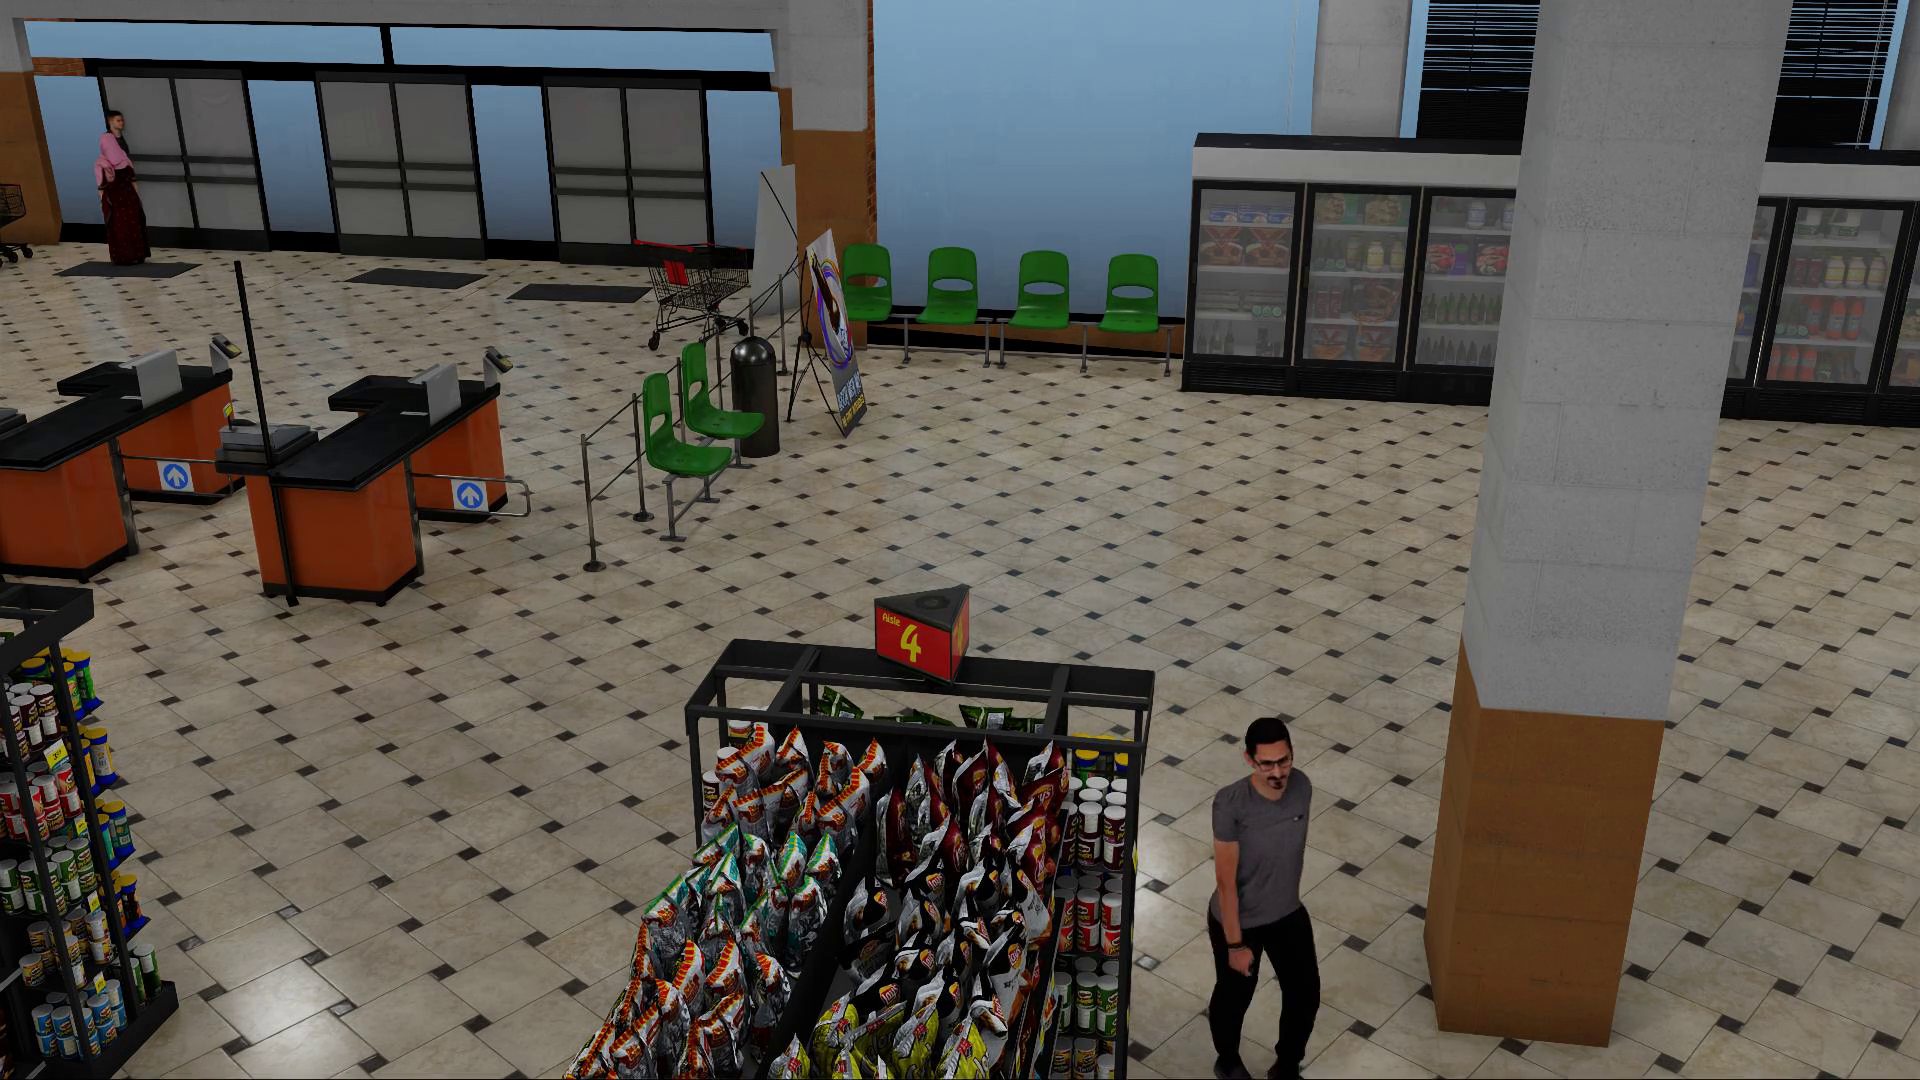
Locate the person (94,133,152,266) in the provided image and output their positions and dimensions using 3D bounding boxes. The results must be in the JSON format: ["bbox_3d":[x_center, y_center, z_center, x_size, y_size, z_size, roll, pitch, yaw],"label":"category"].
[{"bbox_3d":[-10.457,-4.243,20.705,0.747,1.637,0.826,-18,28,-37],"label":"person"}]

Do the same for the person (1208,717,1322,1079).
[{"bbox_3d":[1.108,1.423,6.475,0.798,1.734,0.857,-12,25,-27],"label":"person"}]

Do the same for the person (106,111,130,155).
[{"bbox_3d":[-10.905,-4.688,21.644,0.741,1.763,0.572,9,24,22],"label":"person"}]
